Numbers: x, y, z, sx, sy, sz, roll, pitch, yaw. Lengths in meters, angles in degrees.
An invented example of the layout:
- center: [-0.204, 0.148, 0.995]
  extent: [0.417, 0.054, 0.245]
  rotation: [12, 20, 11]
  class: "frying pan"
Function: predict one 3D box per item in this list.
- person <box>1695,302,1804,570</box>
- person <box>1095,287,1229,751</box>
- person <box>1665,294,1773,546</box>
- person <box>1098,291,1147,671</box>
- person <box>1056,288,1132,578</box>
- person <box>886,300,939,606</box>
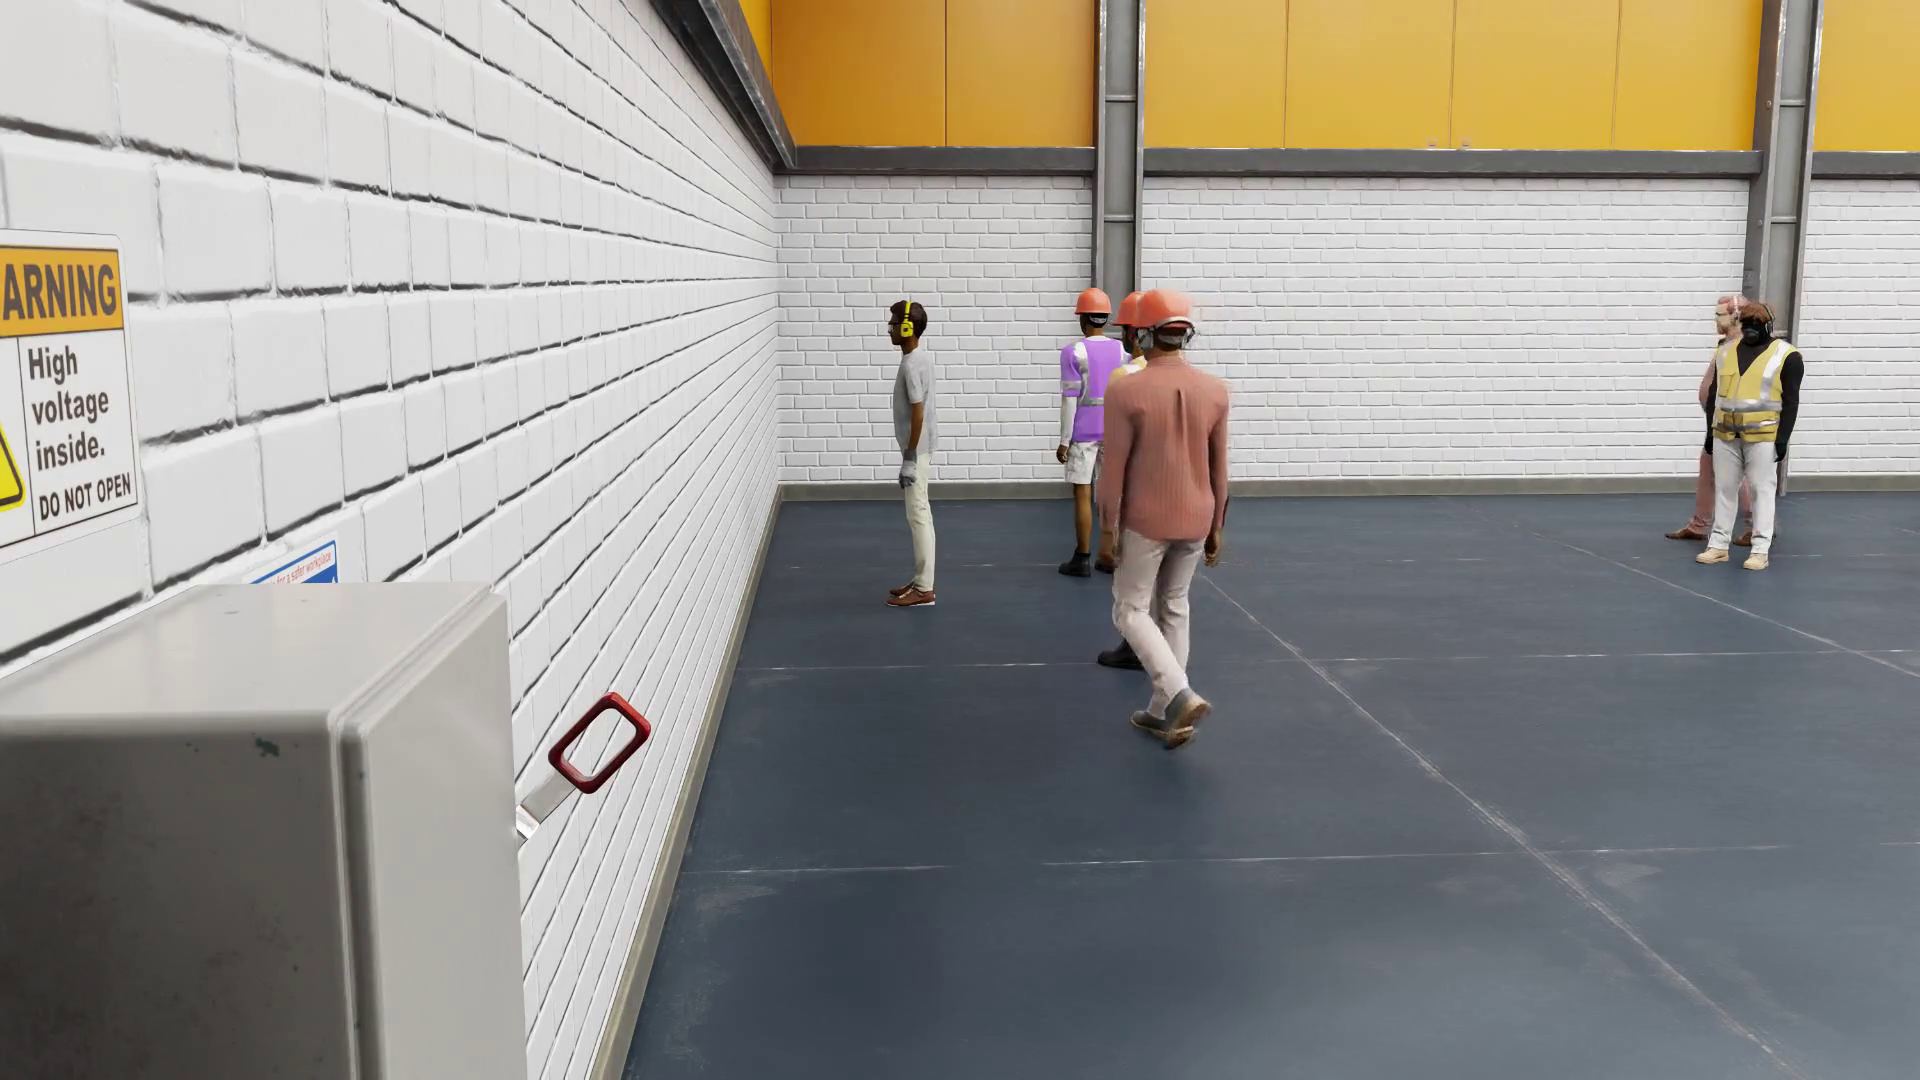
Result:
- center: [5.449, -0.720, 11.514]
  extent: [0.429, 1.842, 0.626]
  rotation: [-7, 11, -38]
  class: "person"
- center: [0.896, -0.072, 7.023]
  extent: [0.624, 1.979, 0.683]
  rotation: [-4, 10, -25]
  class: "person"
- center: [5.759, -0.886, 12.455]
  extent: [0.654, 1.909, 0.675]
  rotation: [4, 10, 22]
  class: "person"
- center: [0.925, -0.299, 8.556]
  extent: [0.543, 1.940, 0.361]
  rotation: [-8, 12, -42]
  class: "person"
- center: [0.885, -0.716, 11.178]
  extent: [0.552, 1.937, 0.356]
  rotation: [-5, 10, -28]
  class: "person"
- center: [-0.300, -0.525, 10.189]
  extent: [0.333, 1.873, 0.520]
  rotation: [1, 9, 6]
  class: "person"
